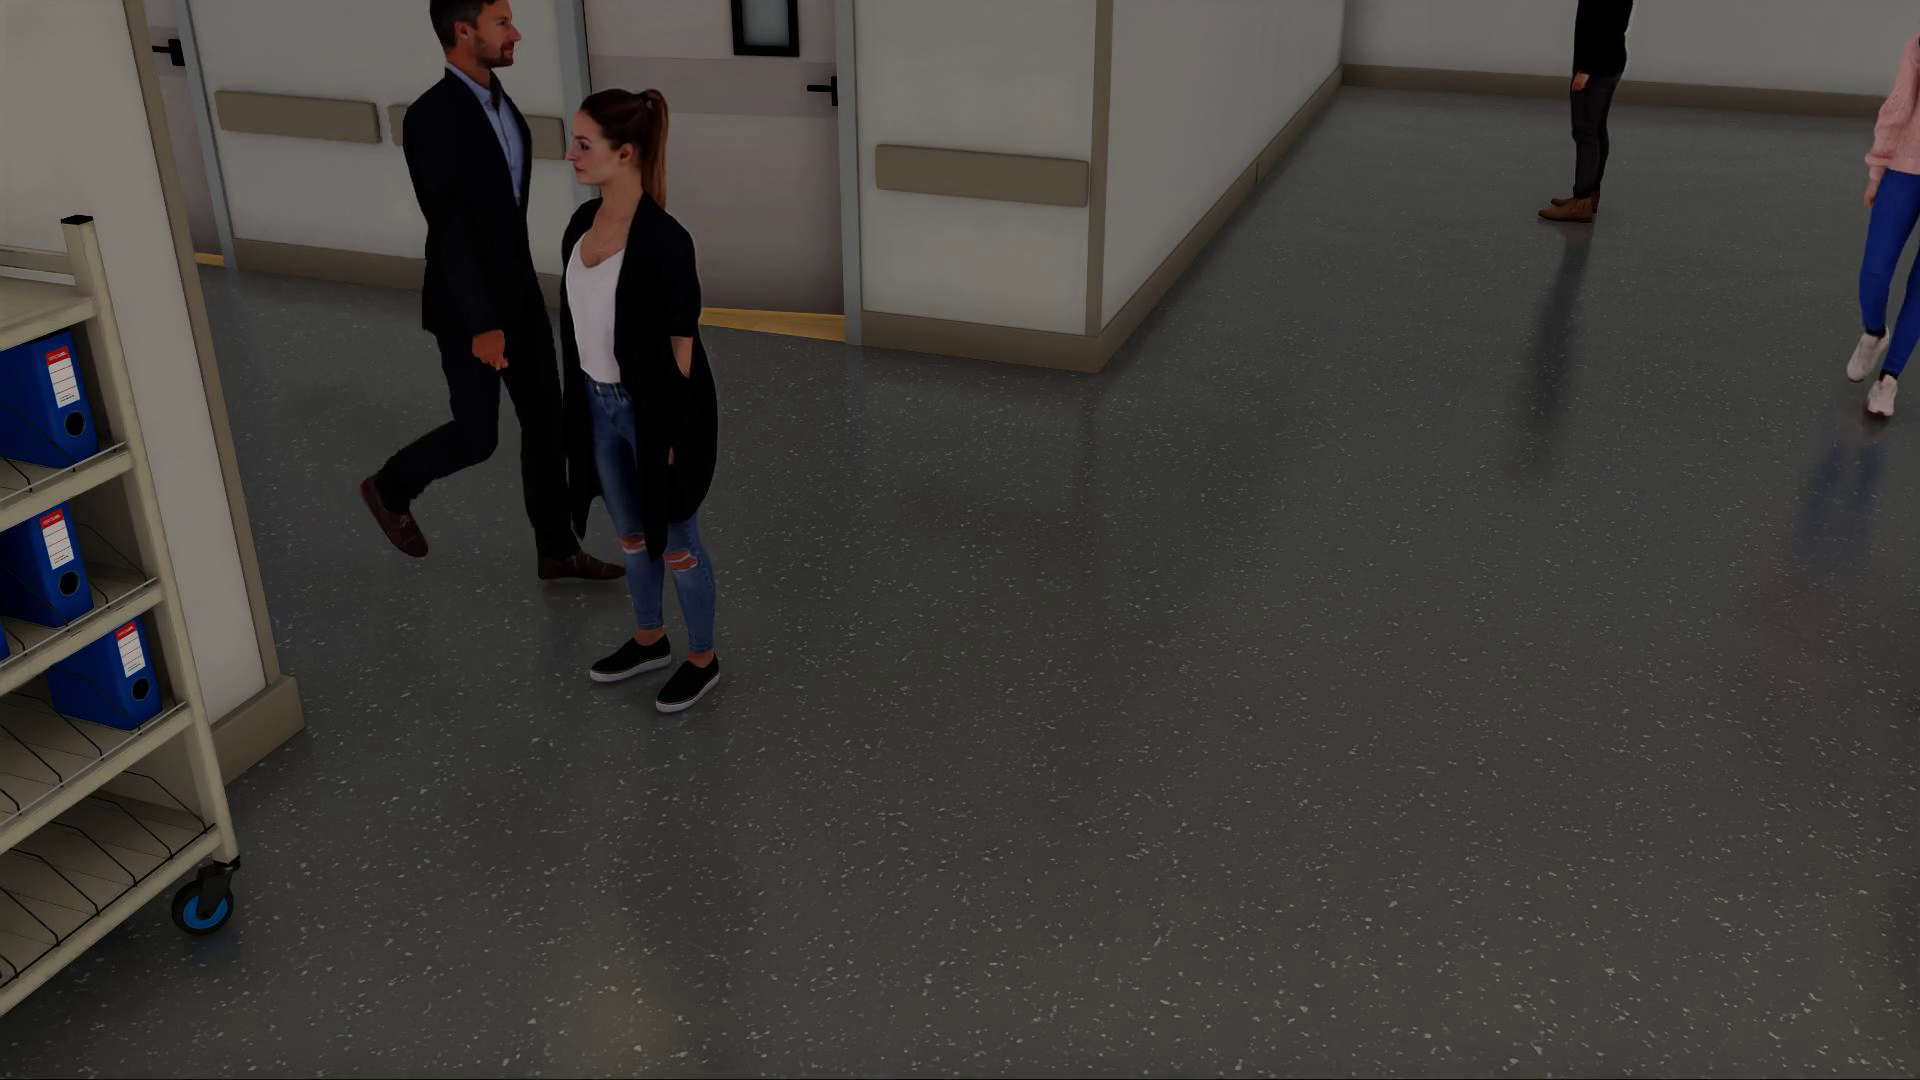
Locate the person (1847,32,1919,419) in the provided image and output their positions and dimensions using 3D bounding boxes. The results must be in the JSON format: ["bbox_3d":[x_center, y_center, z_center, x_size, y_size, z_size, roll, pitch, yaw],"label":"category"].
[{"bbox_3d":[3.761,-1.371,6.441,0.714,1.763,0.762,14,29,27],"label":"person"}]

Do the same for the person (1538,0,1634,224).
[{"bbox_3d":[3.480,-2.618,9.074,0.756,1.722,0.568,17,30,31],"label":"person"}]

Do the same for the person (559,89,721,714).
[{"bbox_3d":[-0.835,-0.344,4.402,0.702,1.683,0.675,20,32,35],"label":"person"}]

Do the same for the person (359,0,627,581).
[{"bbox_3d":[-1.468,-0.697,4.949,0.723,1.845,0.990,7,27,15],"label":"person"}]
